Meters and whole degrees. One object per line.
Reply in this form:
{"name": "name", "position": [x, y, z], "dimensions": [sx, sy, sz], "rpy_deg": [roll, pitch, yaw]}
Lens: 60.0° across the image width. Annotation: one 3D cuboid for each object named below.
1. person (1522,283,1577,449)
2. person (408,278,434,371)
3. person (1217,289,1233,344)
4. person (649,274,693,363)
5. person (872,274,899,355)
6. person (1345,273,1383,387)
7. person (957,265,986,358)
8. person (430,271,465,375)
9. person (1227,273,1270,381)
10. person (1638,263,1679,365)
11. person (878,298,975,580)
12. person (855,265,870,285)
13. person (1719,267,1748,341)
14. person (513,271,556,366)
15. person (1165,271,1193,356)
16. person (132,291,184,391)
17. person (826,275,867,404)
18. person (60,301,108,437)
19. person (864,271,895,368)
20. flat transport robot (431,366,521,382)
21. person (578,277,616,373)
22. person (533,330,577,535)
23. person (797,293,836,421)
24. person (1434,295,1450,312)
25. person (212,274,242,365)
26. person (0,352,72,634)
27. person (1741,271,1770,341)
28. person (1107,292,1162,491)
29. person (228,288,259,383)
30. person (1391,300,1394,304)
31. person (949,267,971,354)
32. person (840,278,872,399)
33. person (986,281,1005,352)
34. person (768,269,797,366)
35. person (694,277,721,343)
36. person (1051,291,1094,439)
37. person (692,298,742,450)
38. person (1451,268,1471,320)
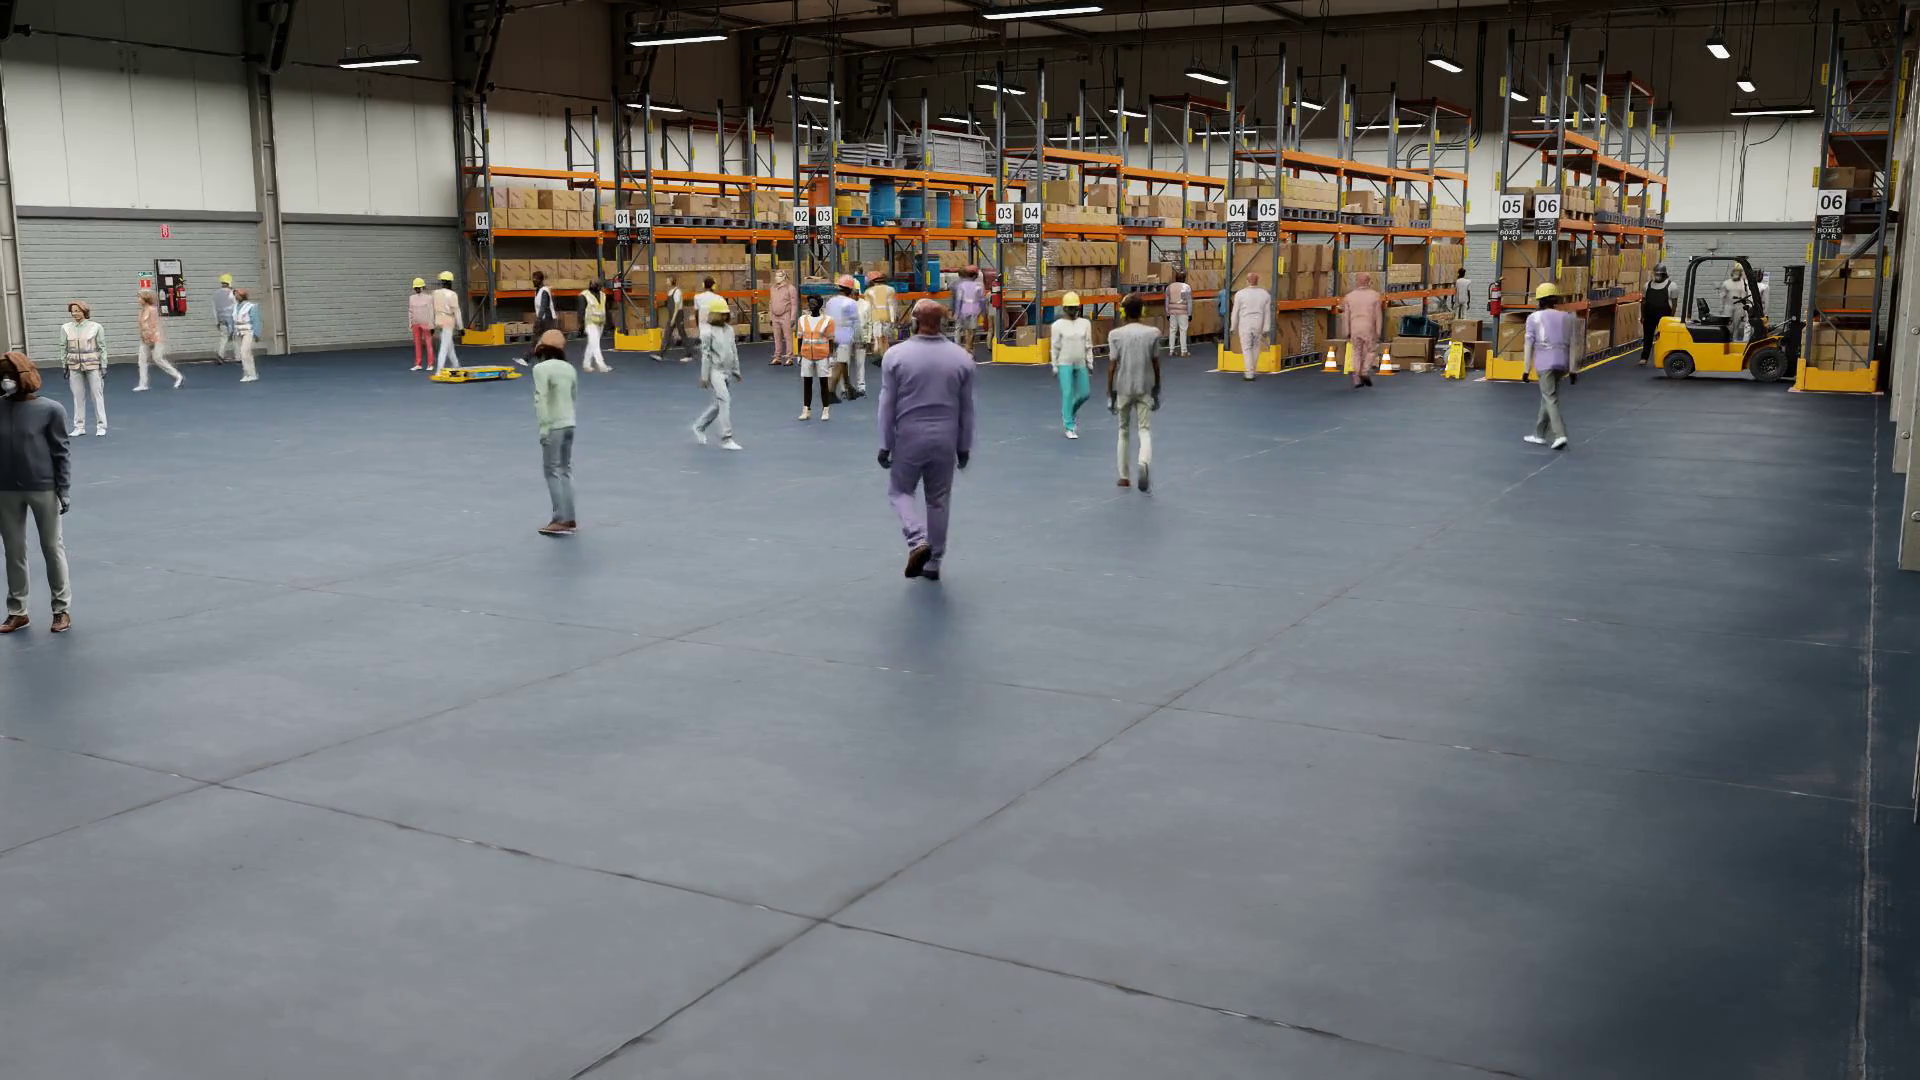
{"name": "person", "position": [6.744, -1.977, 18.920], "dimensions": [0.588, 1.879, 0.946], "rpy_deg": [-3, 10, -17]}
{"name": "person", "position": [-10.254, -4.098, 31.647], "dimensions": [0.522, 1.765, 0.317], "rpy_deg": [2, 10, 13]}
{"name": "person", "position": [6.303, -5.316, 39.014], "dimensions": [0.369, 1.681, 0.547], "rpy_deg": [-8, 12, -38]}
{"name": "person", "position": [-5.881, -4.506, 33.933], "dimensions": [0.981, 1.785, 0.540], "rpy_deg": [-8, 12, -38]}
{"name": "person", "position": [-1.698, -4.957, 36.595], "dimensions": [0.628, 1.807, 0.956], "rpy_deg": [6, 11, 32]}
{"name": "person", "position": [6.701, -3.471, 27.572], "dimensions": [0.669, 1.894, 0.432], "rpy_deg": [7, 12, 35]}
{"name": "person", "position": [0.221, -4.811, 35.149], "dimensions": [0.616, 2.006, 0.942], "rpy_deg": [3, 10, 19]}
{"name": "person", "position": [-9.099, -3.846, 29.778], "dimensions": [0.614, 1.887, 0.918], "rpy_deg": [6, 12, 33]}
{"name": "person", "position": [5.065, -3.740, 29.212], "dimensions": [0.675, 1.905, 0.548], "rpy_deg": [-2, 10, -13]}
{"name": "person", "position": [13.898, -4.494, 33.151], "dimensions": [0.684, 2.000, 0.535], "rpy_deg": [8, 12, 37]}
{"name": "person", "position": [-0.227, -0.656, 11.091], "dimensions": [0.665, 1.895, 0.462], "rpy_deg": [-3, 10, -18]}
{"name": "person", "position": [-2.638, -6.321, 44.144], "dimensions": [0.632, 1.938, 0.359], "rpy_deg": [9, 13, 43]}
{"name": "person", "position": [17.815, -5.311, 38.299], "dimensions": [0.662, 1.910, 0.833], "rpy_deg": [6, 11, 32]}
{"name": "person", "position": [-8.247, -4.297, 32.484], "dimensions": [1.009, 1.868, 0.591], "rpy_deg": [-7, 12, -34]}
{"name": "person", "position": [4.792, -4.928, 36.274], "dimensions": [0.633, 1.842, 0.429], "rpy_deg": [7, 12, 35]}
{"name": "person", "position": [-13.079, -3.235, 27.011], "dimensions": [0.514, 1.617, 0.724], "rpy_deg": [8, 12, 38]}
{"name": "person", "position": [-1.653, -2.976, 24.701], "dimensions": [0.550, 1.883, 0.953], "rpy_deg": [9, 13, 42]}
{"name": "person", "position": [-10.582, -2.066, 20.110], "dimensions": [0.525, 1.638, 0.307], "rpy_deg": [-1, 10, -6]}
{"name": "person", "position": [-1.593, -4.287, 32.382], "dimensions": [0.567, 1.878, 0.930], "rpy_deg": [-5, 11, -28]}
{"name": "flat transport robot", "position": [-8.469, -2.923, 29.124], "dimensions": [0.652, 0.197, 1.431], "rpy_deg": [7, 12, 37]}
{"name": "person", "position": [-6.833, -4.019, 31.136], "dimensions": [0.921, 1.787, 0.615], "rpy_deg": [5, 11, 29]}
{"name": "person", "position": [-3.204, -0.849, 13.111], "dimensions": [0.398, 1.596, 0.643], "rpy_deg": [4, 10, 20]}
{"name": "person", "position": [-1.912, -2.421, 22.015], "dimensions": [0.533, 1.697, 0.319], "rpy_deg": [2, 10, 12]}
{"name": "person", "position": [13.461, -6.725, 46.592], "dimensions": [0.896, 1.934, 0.612], "rpy_deg": [-5, 11, -26]}
{"name": "person", "position": [-14.612, -4.407, 33.271], "dimensions": [0.601, 1.834, 0.416], "rpy_deg": [3, 10, 16]}
{"name": "person", "position": [-5.399, -0.271, 9.618], "dimensions": [0.500, 1.633, 0.280], "rpy_deg": [-1, 10, -7]}
{"name": "person", "position": [17.037, -4.842, 35.641], "dimensions": [0.573, 1.887, 0.355], "rpy_deg": [9, 13, 42]}
{"name": "person", "position": [1.625, -1.365, 15.411], "dimensions": [0.530, 1.847, 0.730], "rpy_deg": [0, 10, 1]}
{"name": "person", "position": [-12.412, -3.526, 28.718], "dimensions": [0.513, 1.617, 0.637], "rpy_deg": [5, 11, 28]}
{"name": "person", "position": [11.856, -6.747, 46.448], "dimensions": [0.634, 2.000, 0.901], "rpy_deg": [9, 13, 43]}
{"name": "person", "position": [0.077, -5.097, 36.976], "dimensions": [0.627, 1.941, 0.371], "rpy_deg": [3, 10, 17]}
{"name": "person", "position": [-1.634, -3.079, 25.464], "dimensions": [0.590, 1.837, 0.404], "rpy_deg": [-2, 10, -11]}
{"name": "person", "position": [0.783, -5.056, 37.674], "dimensions": [0.514, 1.636, 0.407], "rpy_deg": [8, 13, 39]}
{"name": "person", "position": [-3.542, -4.412, 33.060], "dimensions": [0.642, 1.909, 0.399], "rpy_deg": [6, 11, 32]}
{"name": "person", "position": [-4.402, -3.700, 29.180], "dimensions": [0.482, 1.802, 0.985], "rpy_deg": [-1, 10, -7]}
{"name": "person", "position": [1.328, -2.097, 19.932], "dimensions": [0.547, 1.752, 0.484], "rpy_deg": [-4, 10, -21]}
{"name": "person", "position": [-2.778, -1.895, 18.887], "dimensions": [0.765, 1.715, 0.493], "rpy_deg": [6, 11, 31]}
{"name": "person", "position": [13.423, -6.352, 44.573], "dimensions": [0.510, 1.858, 0.333], "rpy_deg": [2, 10, 12]}
